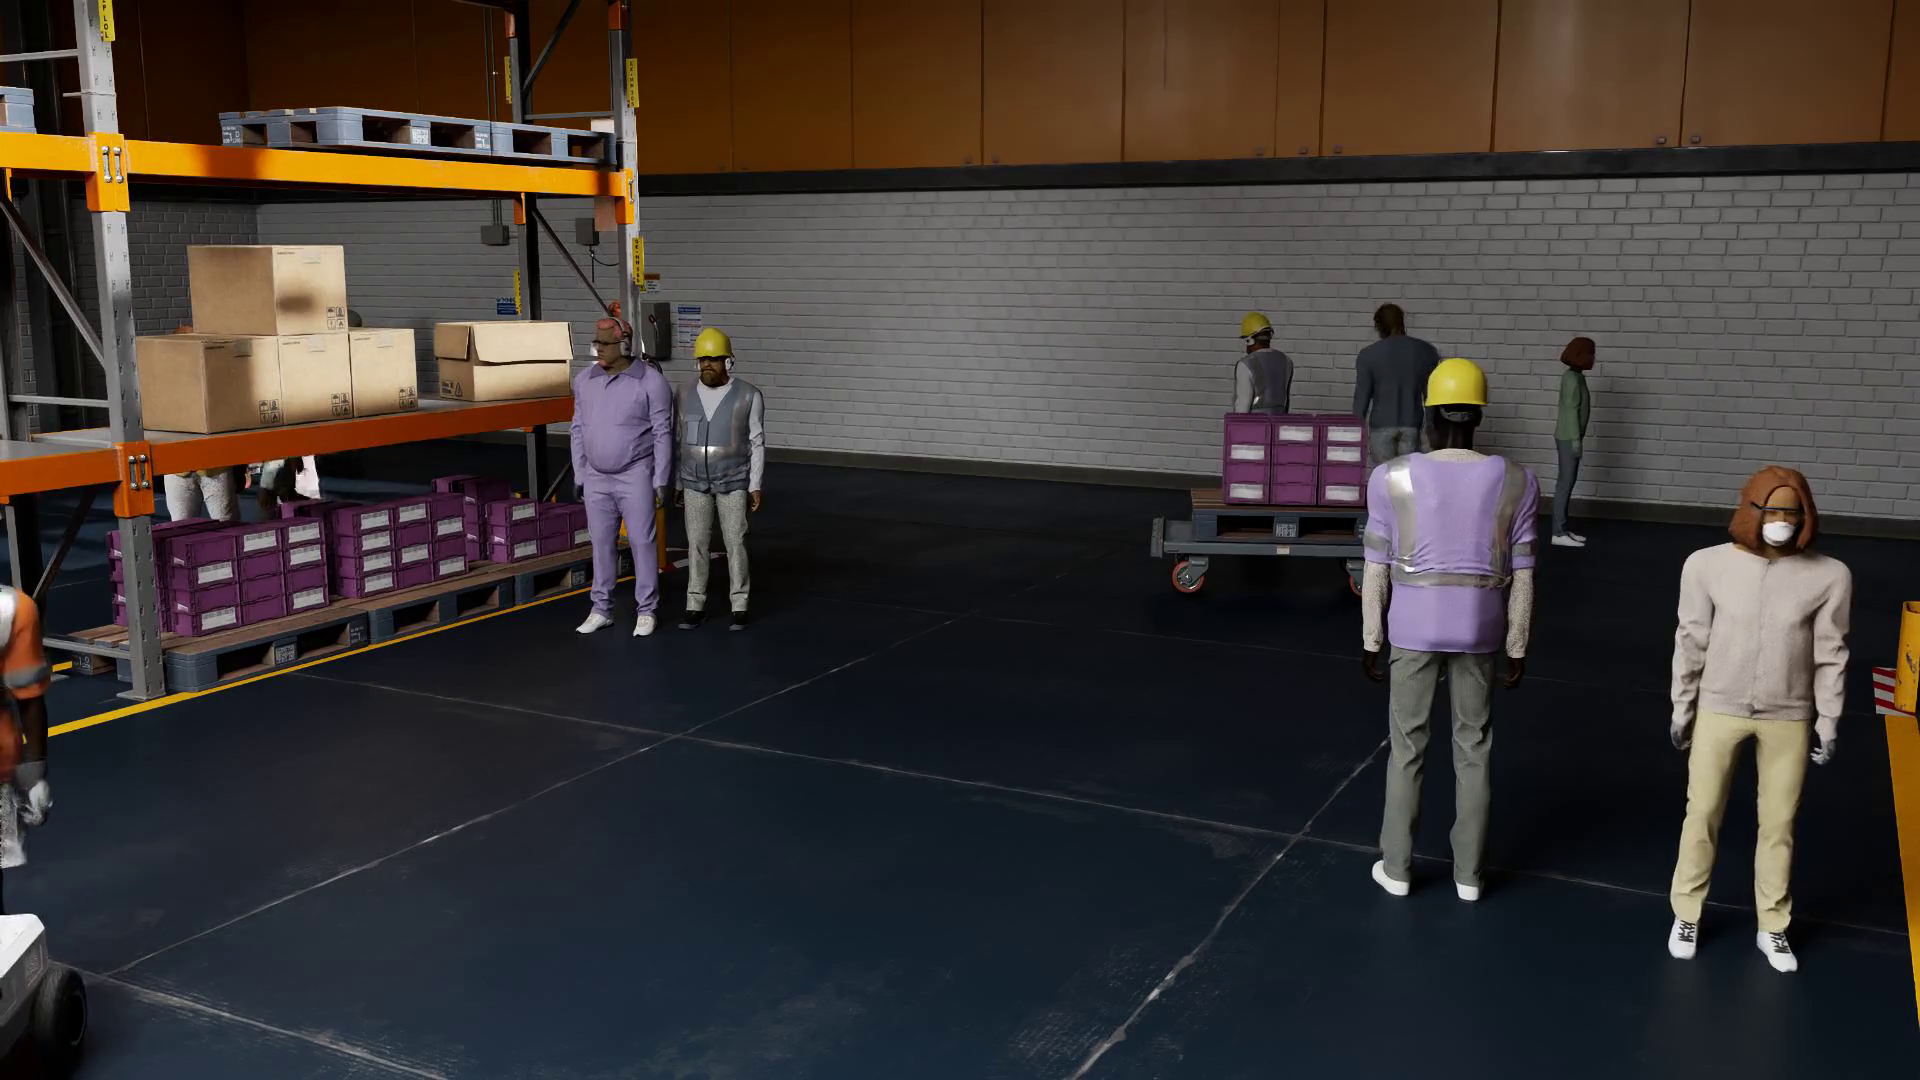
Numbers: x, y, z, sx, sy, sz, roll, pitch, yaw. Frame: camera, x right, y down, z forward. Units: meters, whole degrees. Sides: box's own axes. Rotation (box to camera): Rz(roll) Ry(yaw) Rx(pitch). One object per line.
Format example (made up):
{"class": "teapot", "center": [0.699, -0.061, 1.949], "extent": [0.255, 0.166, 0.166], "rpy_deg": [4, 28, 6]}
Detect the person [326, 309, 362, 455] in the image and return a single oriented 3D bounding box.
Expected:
{"class": "person", "center": [-7.064, -1.931, 18.847], "extent": [0.627, 1.941, 0.370], "rpy_deg": [-9, 13, -42]}

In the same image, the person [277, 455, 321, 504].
{"class": "person", "center": [-6.129, -1.305, 15.111], "extent": [0.644, 1.973, 0.614], "rpy_deg": [-9, 13, -41]}

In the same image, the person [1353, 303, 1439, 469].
{"class": "person", "center": [3.330, -0.853, 12.700], "extent": [0.656, 1.907, 0.561], "rpy_deg": [-1, 10, -6]}

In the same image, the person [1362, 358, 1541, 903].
{"class": "person", "center": [1.713, 0.322, 5.876], "extent": [0.587, 1.919, 0.398], "rpy_deg": [1, 10, 8]}

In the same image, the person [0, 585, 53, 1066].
{"class": "person", "center": [-2.758, 0.664, 4.535], "extent": [0.548, 1.677, 0.428], "rpy_deg": [-6, 11, -31]}

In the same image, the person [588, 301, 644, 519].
{"class": "person", "center": [-2.883, -1.086, 14.136], "extent": [0.351, 1.879, 0.577], "rpy_deg": [7, 12, 37]}

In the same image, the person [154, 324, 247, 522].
{"class": "person", "center": [-4.877, -0.461, 10.665], "extent": [0.622, 1.835, 0.430], "rpy_deg": [-1, 10, -4]}

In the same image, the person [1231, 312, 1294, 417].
{"class": "person", "center": [2.311, -0.850, 12.926], "extent": [0.586, 1.822, 0.403], "rpy_deg": [-8, 13, -38]}

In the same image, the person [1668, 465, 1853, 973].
{"class": "person", "center": [2.528, 0.569, 5.293], "extent": [0.504, 1.629, 0.282], "rpy_deg": [4, 10, 21]}

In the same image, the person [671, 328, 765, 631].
{"class": "person", "center": [-1.475, -0.360, 10.056], "extent": [0.588, 1.834, 0.403], "rpy_deg": [1, 10, 7]}

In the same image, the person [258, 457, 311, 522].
{"class": "person", "center": [-4.759, -0.699, 11.824], "extent": [0.880, 1.909, 0.555], "rpy_deg": [-7, 12, -35]}

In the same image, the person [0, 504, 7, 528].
{"class": "person", "center": [-5.486, -0.175, 9.290], "extent": [0.484, 1.721, 0.712], "rpy_deg": [6, 11, 31]}

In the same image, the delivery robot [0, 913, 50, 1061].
{"class": "delivery robot", "center": [-2.679, 1.216, 4.362], "extent": [0.477, 0.478, 0.707], "rpy_deg": [-2, 10, -11]}

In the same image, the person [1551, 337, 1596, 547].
{"class": "person", "center": [4.804, -0.769, 13.024], "extent": [0.290, 1.631, 0.498], "rpy_deg": [5, 11, 24]}

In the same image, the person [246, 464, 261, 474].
{"class": "person", "center": [-7.246, -1.602, 17.091], "extent": [0.539, 1.896, 0.592], "rpy_deg": [0, 10, -3]}

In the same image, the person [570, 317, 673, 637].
{"class": "person", "center": [-2.033, -0.368, 9.908], "extent": [0.639, 1.904, 0.402], "rpy_deg": [3, 10, 16]}
